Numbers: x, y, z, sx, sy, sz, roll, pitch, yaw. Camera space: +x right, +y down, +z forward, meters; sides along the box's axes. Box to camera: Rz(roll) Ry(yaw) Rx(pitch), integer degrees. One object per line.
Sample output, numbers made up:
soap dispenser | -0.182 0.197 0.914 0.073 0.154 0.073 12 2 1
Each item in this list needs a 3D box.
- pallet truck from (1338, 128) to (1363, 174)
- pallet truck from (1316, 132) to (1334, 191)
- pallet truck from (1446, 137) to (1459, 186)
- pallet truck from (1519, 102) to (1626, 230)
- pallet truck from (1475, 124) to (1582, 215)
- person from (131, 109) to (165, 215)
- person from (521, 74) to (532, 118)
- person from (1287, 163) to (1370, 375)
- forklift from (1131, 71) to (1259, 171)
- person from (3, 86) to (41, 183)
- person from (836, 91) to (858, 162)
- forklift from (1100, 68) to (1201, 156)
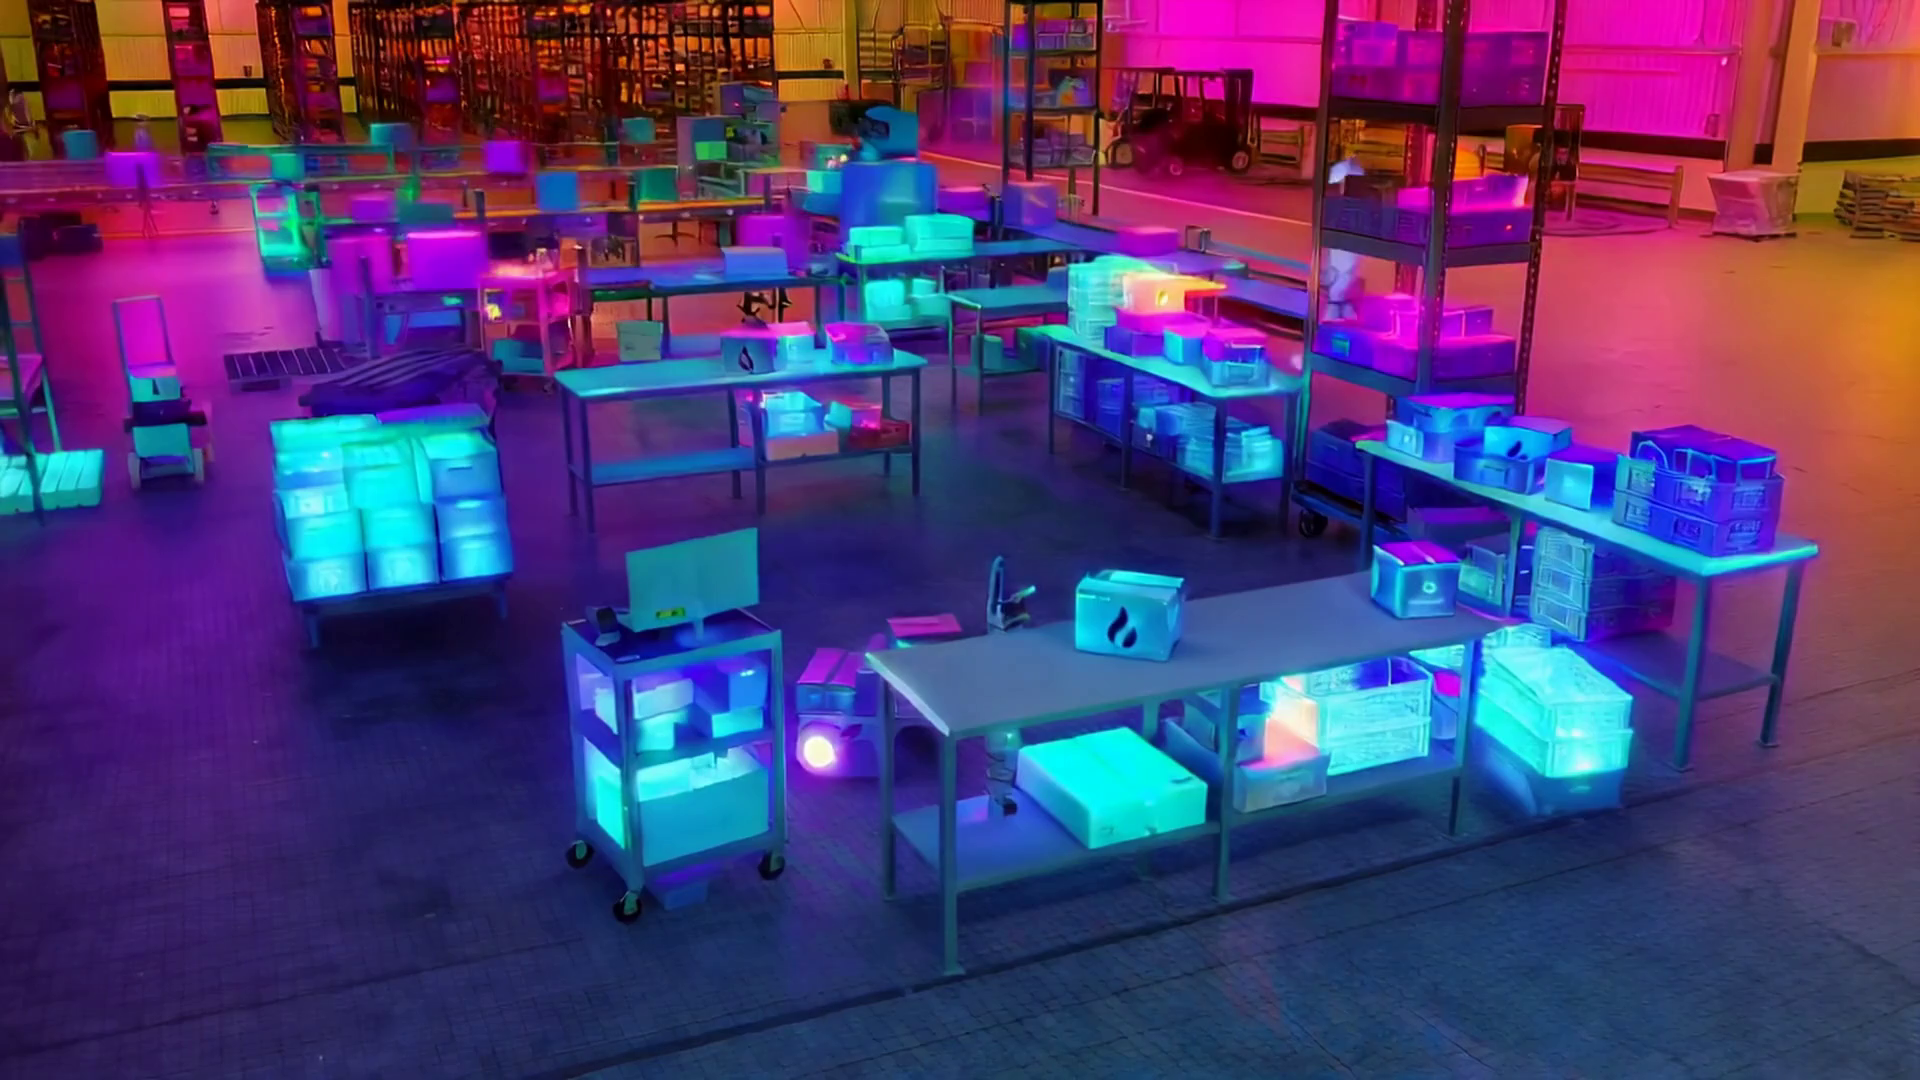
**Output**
pallet truck | 7.845 -7.140 31.411 1.522 1.261 0.704 -9 20 -25
pallet truck | 7.723 -7.504 32.656 1.601 1.201 0.680 -8 19 -23
pallet truck | 9.184 -6.485 29.328 1.630 1.274 0.653 -8 19 -23
pallet truck | 9.972 -6.037 26.785 1.885 1.965 0.823 -9 20 -25
pallet truck | 9.707 -6.455 28.103 1.885 1.965 0.823 -7 19 -20
person | -13.954 -6.469 28.519 0.305 1.772 0.525 -12 21 -34
person | -11.662 -11.659 44.747 0.422 1.842 0.577 -9 20 -27
person | 3.565 -2.579 15.898 1.006 1.987 0.613 -3 18 -11
forklift | 4.998 -8.936 35.413 2.680 1.987 1.157 -9 20 -25
person | -19.111 -8.265 33.910 0.631 1.927 0.473 -11 21 -31
person | -2.214 -7.717 32.232 0.410 1.905 0.640 12 21 33
forklift | 4.082 -9.564 37.410 2.680 1.987 1.157 -8 19 -23
